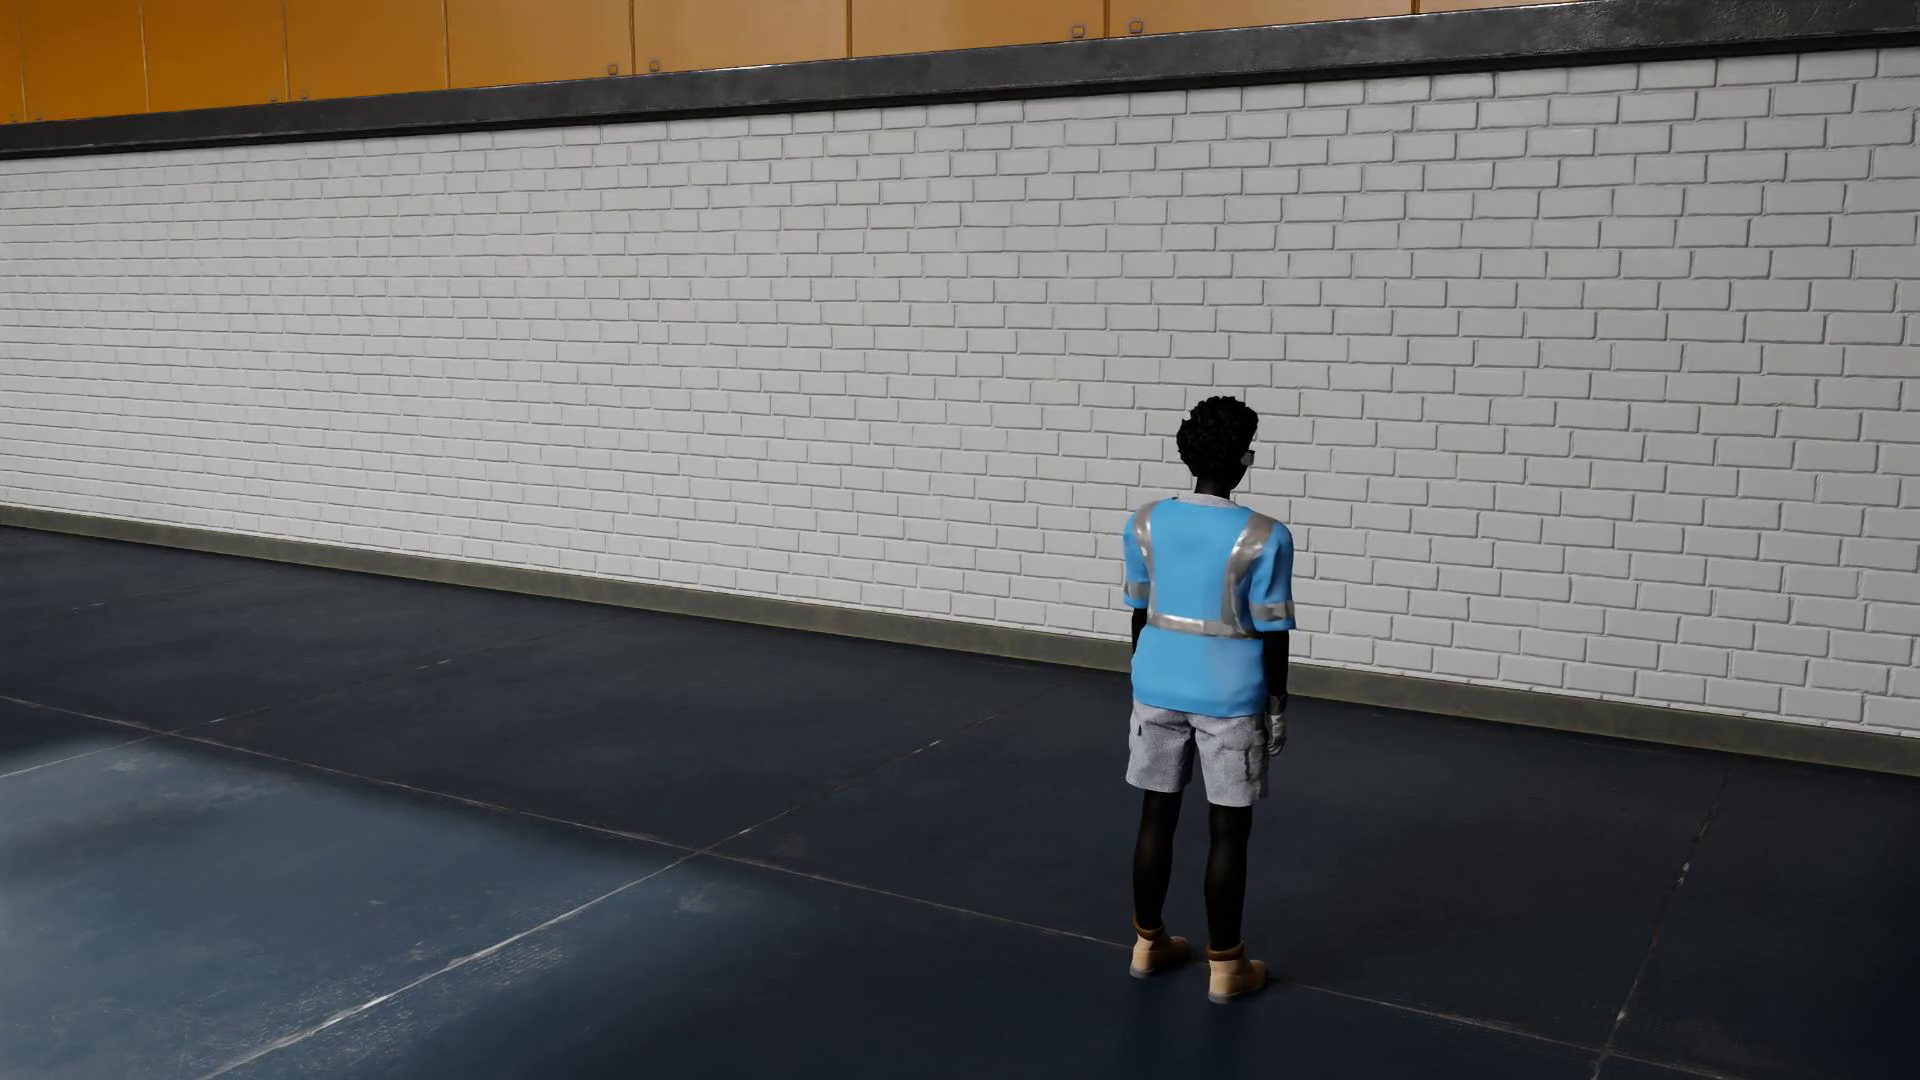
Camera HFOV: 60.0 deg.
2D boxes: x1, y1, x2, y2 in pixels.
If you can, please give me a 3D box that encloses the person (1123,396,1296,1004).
[{"bbox_3d":[0.689,0.442,4.661,0.530,1.689,0.322,6,11,35],"label":"person"}]
